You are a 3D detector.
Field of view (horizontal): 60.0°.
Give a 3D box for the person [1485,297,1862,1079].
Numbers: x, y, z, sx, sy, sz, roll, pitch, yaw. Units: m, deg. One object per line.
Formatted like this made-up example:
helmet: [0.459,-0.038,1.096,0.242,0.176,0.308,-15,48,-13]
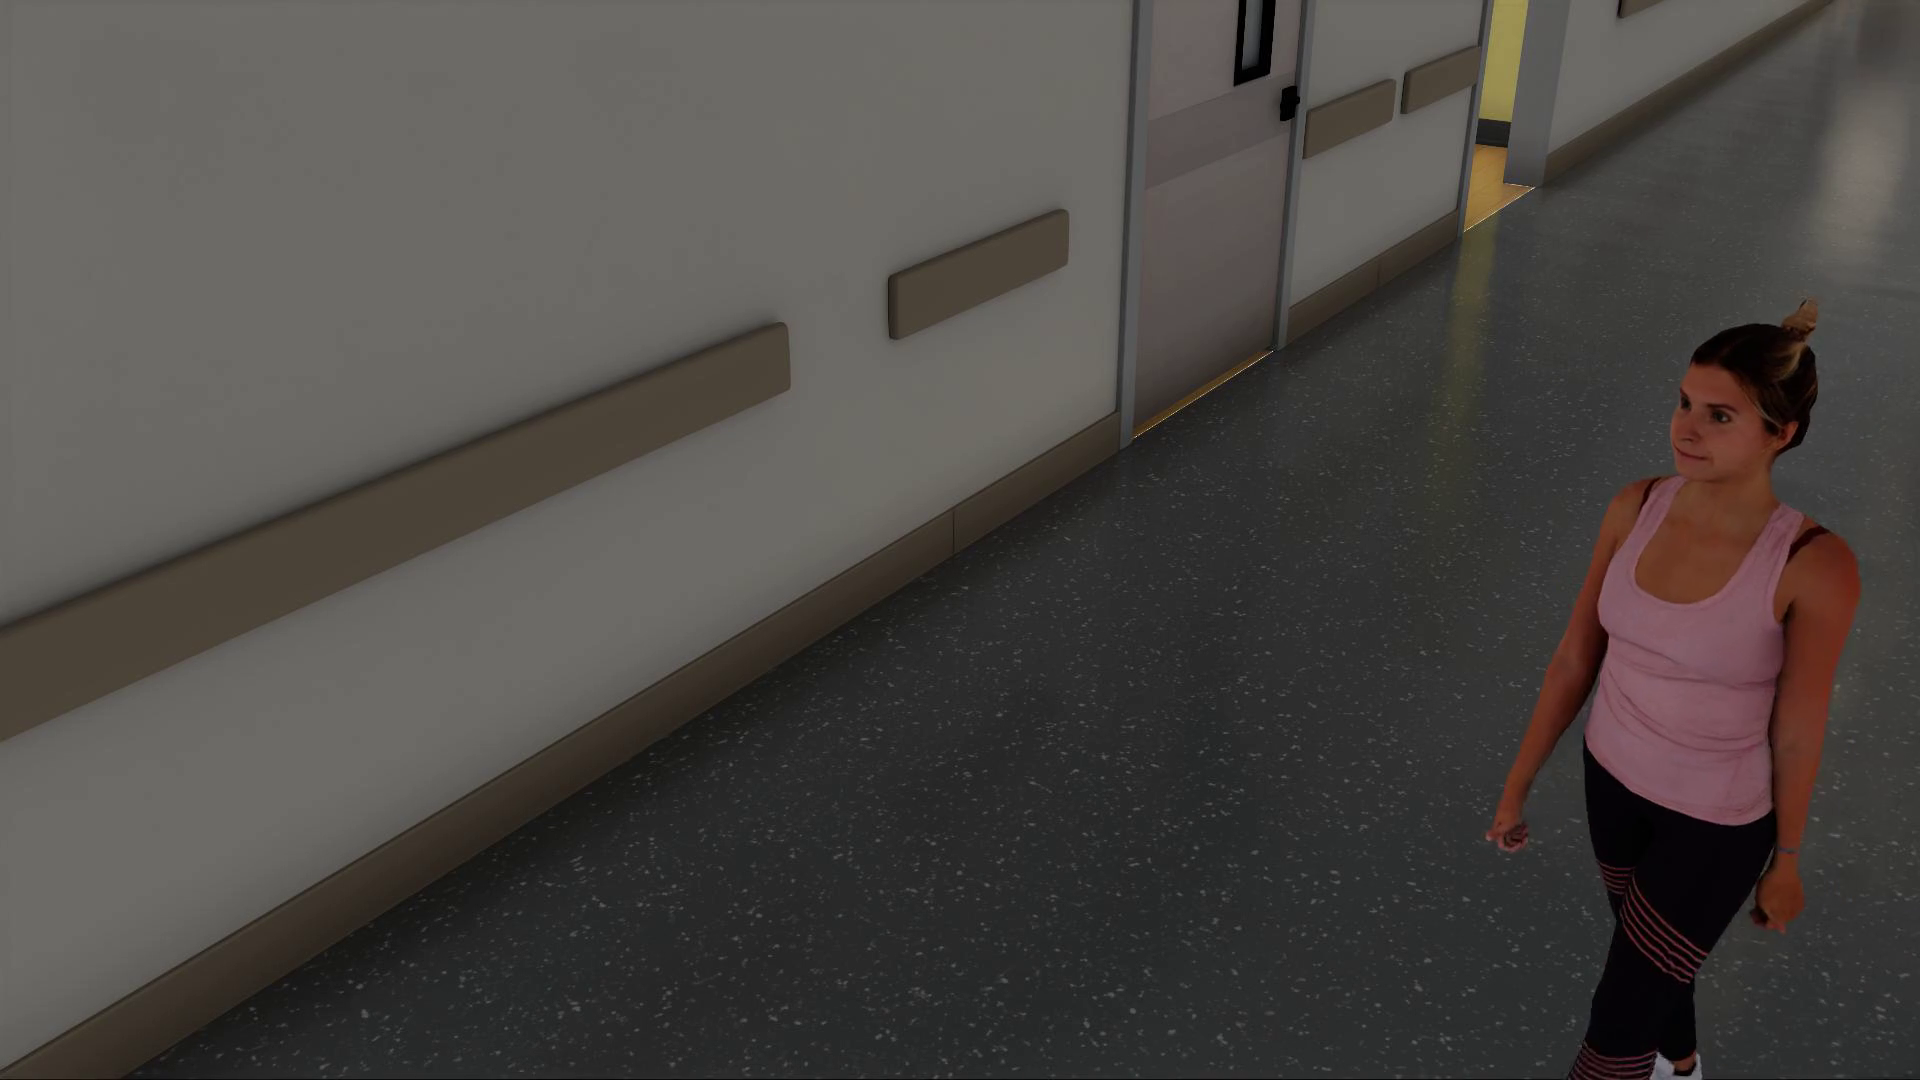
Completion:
person: [1.219,0.415,2.731,0.937,1.601,1.063,-14,29,-27]
